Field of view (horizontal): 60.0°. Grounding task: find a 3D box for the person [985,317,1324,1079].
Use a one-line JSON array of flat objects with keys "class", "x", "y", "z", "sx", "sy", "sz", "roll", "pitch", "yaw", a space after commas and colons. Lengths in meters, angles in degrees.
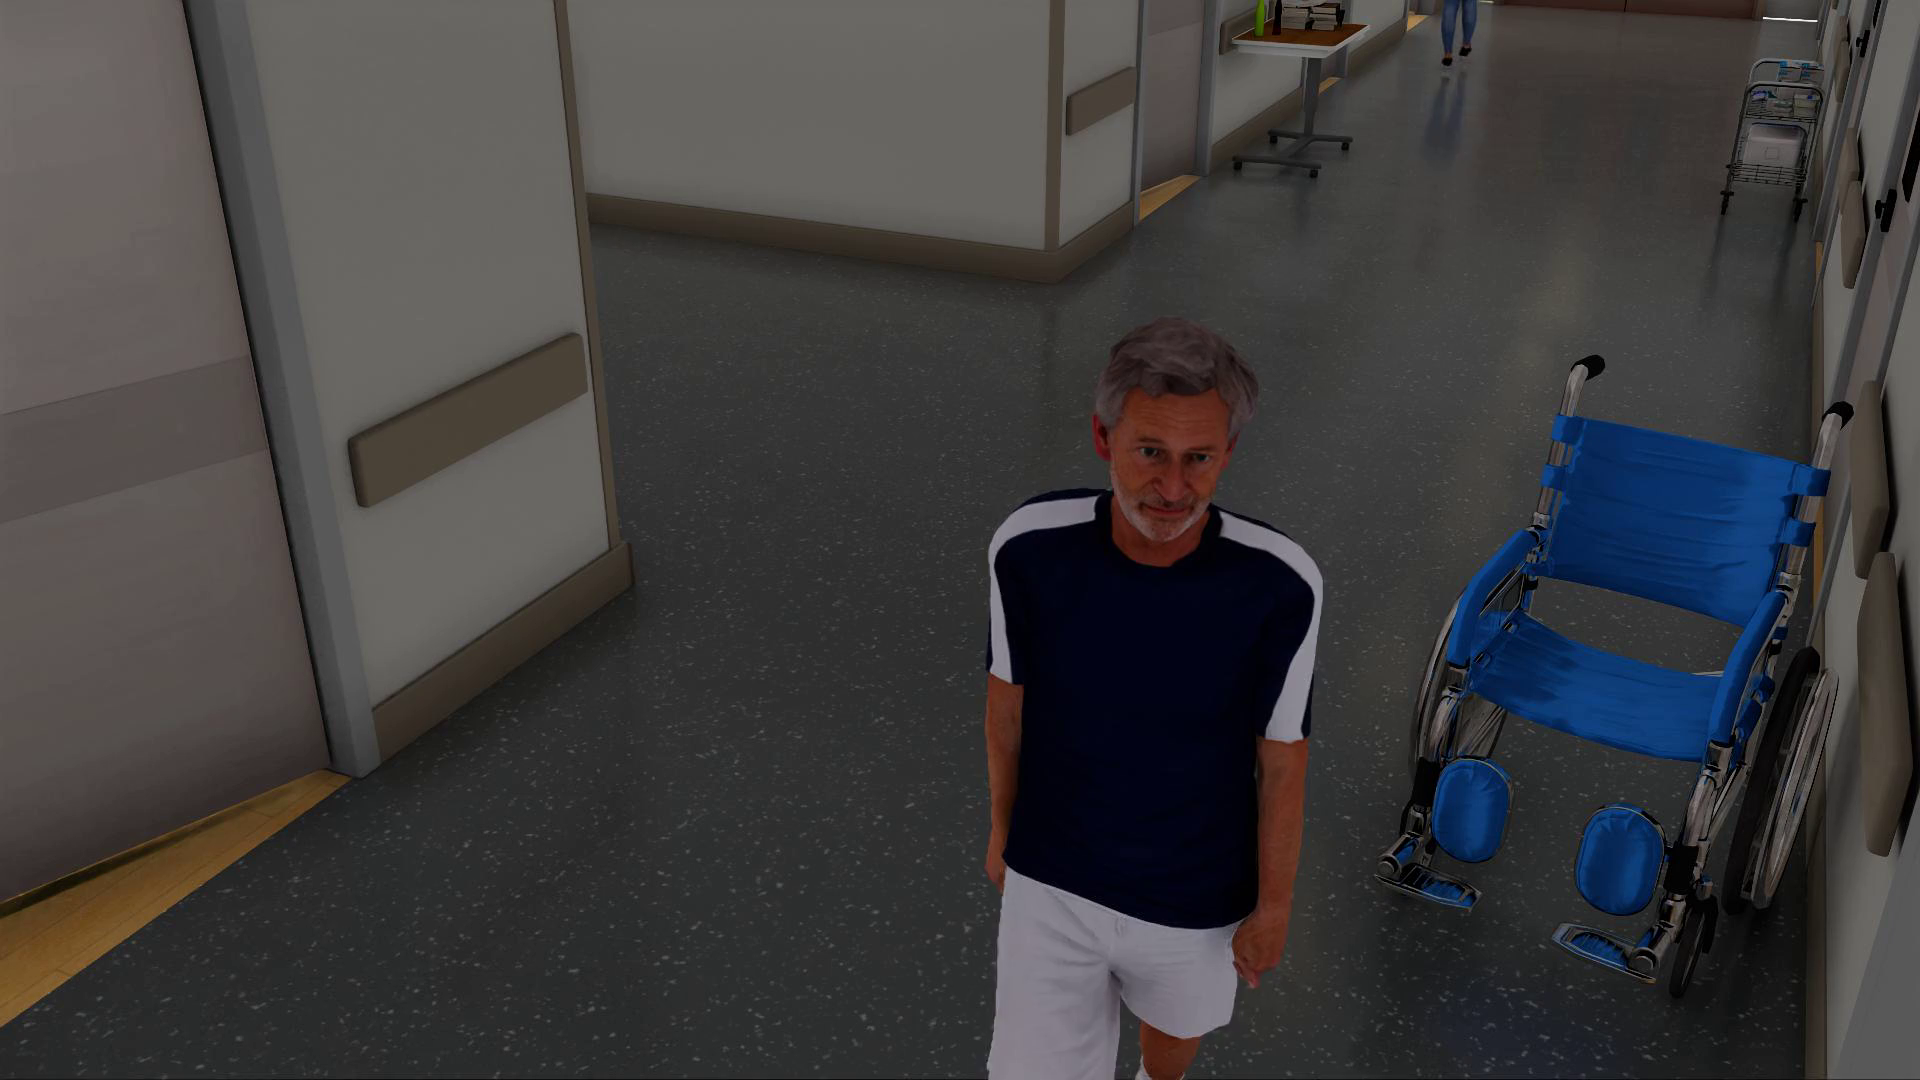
[{"class": "person", "x": 0.284, "y": 0.491, "z": 2.634, "sx": 0.846, "sy": 1.778, "sz": 1.237, "roll": 5, "pitch": 26, "yaw": 11}]
